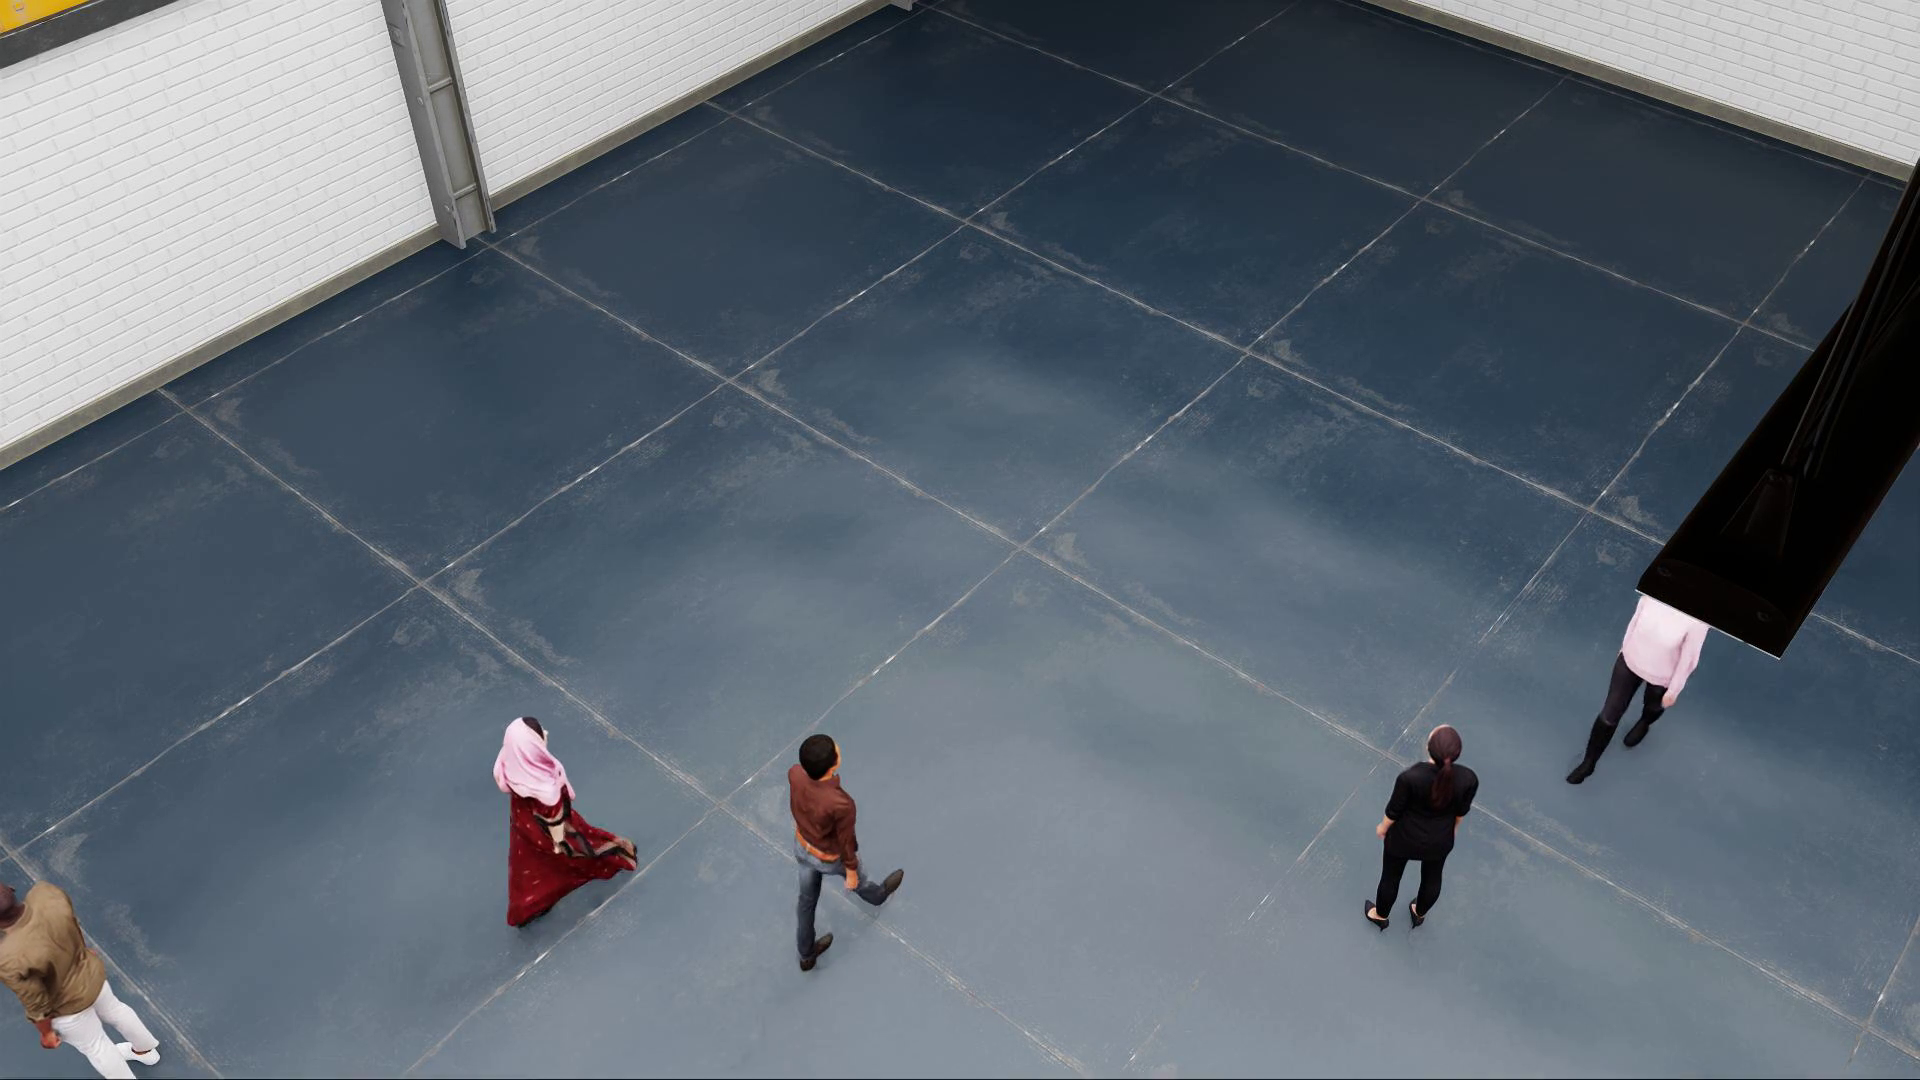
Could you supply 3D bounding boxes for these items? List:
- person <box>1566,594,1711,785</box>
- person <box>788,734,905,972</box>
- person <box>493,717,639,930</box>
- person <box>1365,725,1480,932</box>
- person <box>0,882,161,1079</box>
[{"bbox_3d":[4.220,0.743,10.031,1.108,1.641,0.704,-33,52,-29],"label":"person"},{"bbox_3d":[-0.786,1.722,8.924,0.694,1.750,1.013,28,50,26],"label":"person"},{"bbox_3d":[-2.361,1.571,9.180,0.677,1.615,1.085,34,53,30],"label":"person"},{"bbox_3d":[2.521,1.608,9.107,0.693,1.662,0.740,0,44,0],"label":"person"},{"bbox_3d":[-4.450,2.249,8.318,0.859,1.824,0.759,2,44,2],"label":"person"}]
